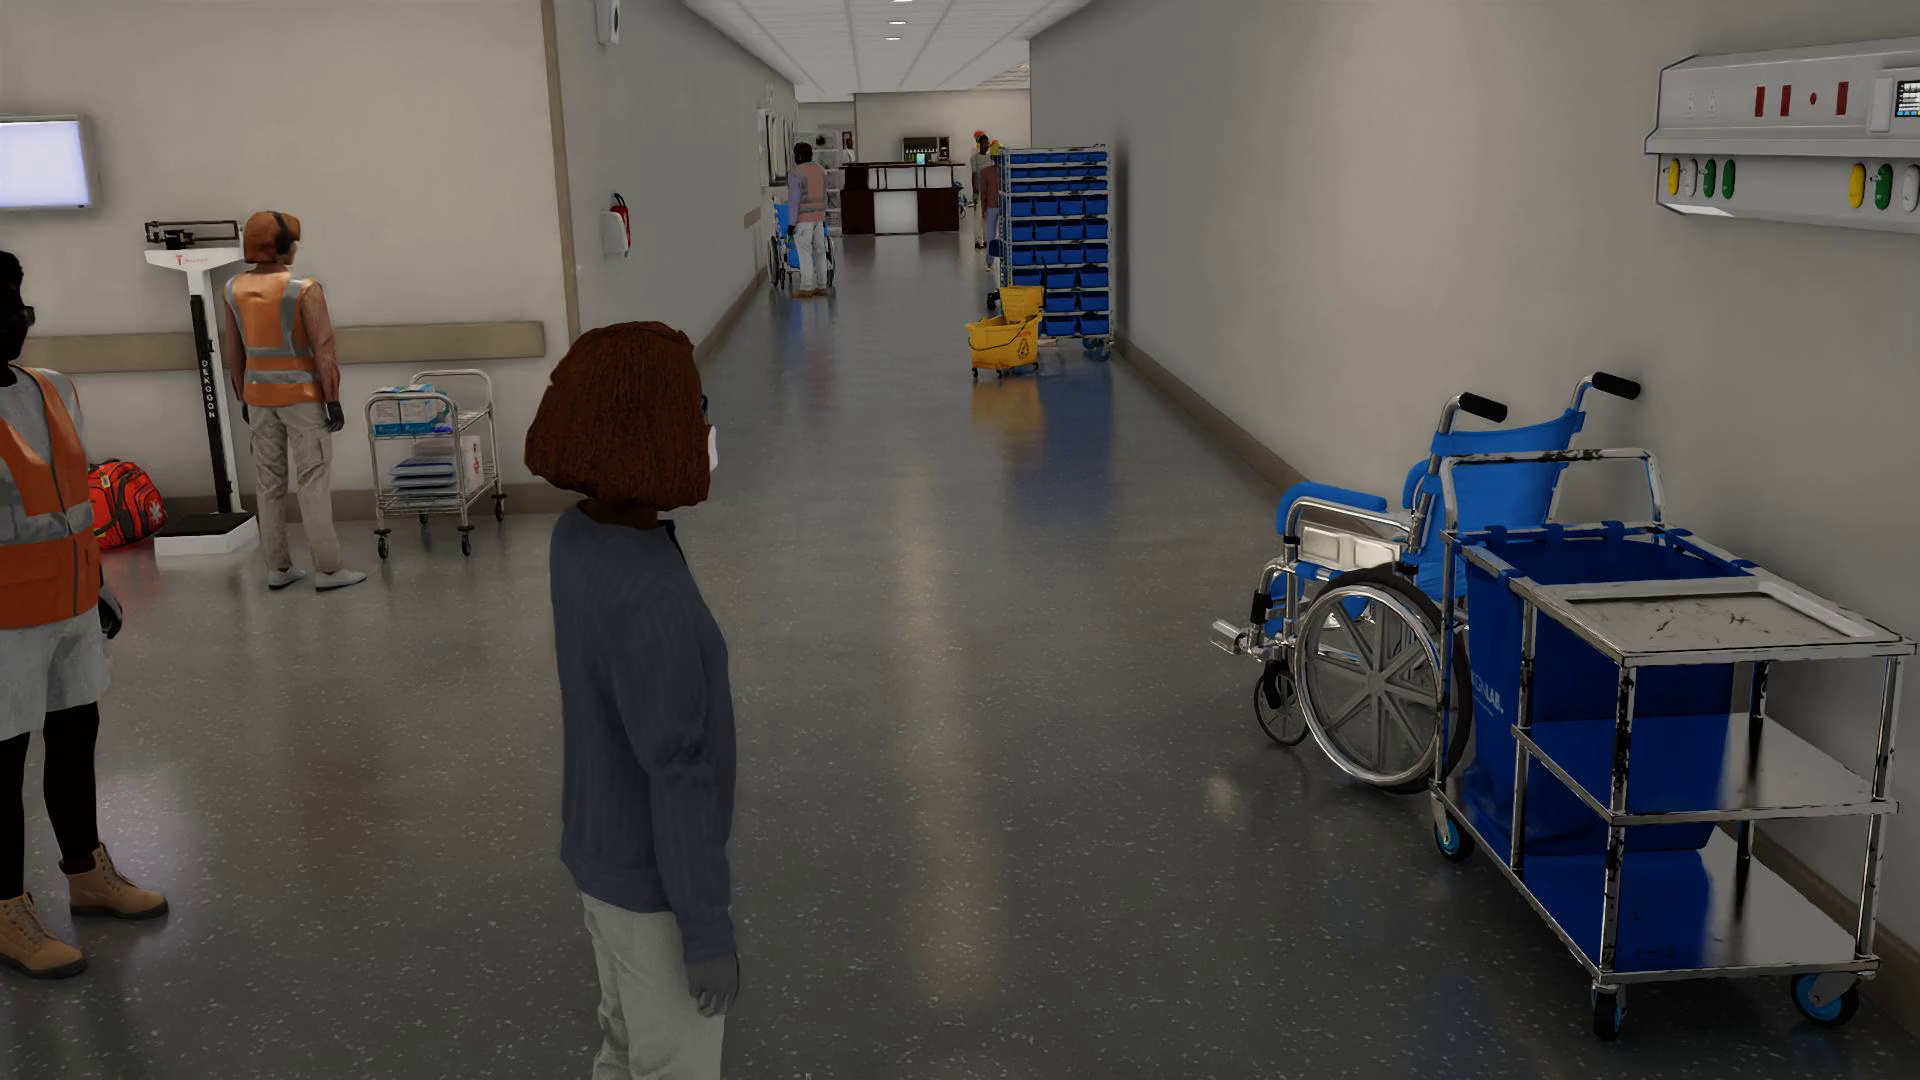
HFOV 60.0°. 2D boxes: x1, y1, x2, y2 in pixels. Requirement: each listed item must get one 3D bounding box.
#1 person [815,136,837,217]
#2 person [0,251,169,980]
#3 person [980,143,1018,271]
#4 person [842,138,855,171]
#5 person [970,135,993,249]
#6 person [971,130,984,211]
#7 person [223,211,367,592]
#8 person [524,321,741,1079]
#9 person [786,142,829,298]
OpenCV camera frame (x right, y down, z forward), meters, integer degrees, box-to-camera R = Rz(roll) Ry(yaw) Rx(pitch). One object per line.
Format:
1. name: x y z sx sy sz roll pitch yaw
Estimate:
1. person: -3.315 -8.812 40.377 0.447 1.950 0.614 -1 14 1
2. person: -2.181 0.164 3.886 0.315 1.696 0.540 1 14 12
3. person: 0.540 -4.595 23.005 0.522 1.758 0.349 0 14 6
4. person: -3.212 -10.756 48.494 0.341 1.882 0.586 4 15 20
5. person: 0.405 -5.803 27.745 0.325 1.871 0.524 11 19 43
6. person: 0.489 -9.236 41.577 0.378 1.995 0.609 3 14 18
7. person: -2.897 -0.586 7.179 0.522 1.636 0.311 3 14 17
8. person: -0.436 0.497 2.442 0.279 1.633 0.505 -8 15 -24
9. person: -1.847 -3.833 19.973 0.429 1.845 0.621 9 17 38
